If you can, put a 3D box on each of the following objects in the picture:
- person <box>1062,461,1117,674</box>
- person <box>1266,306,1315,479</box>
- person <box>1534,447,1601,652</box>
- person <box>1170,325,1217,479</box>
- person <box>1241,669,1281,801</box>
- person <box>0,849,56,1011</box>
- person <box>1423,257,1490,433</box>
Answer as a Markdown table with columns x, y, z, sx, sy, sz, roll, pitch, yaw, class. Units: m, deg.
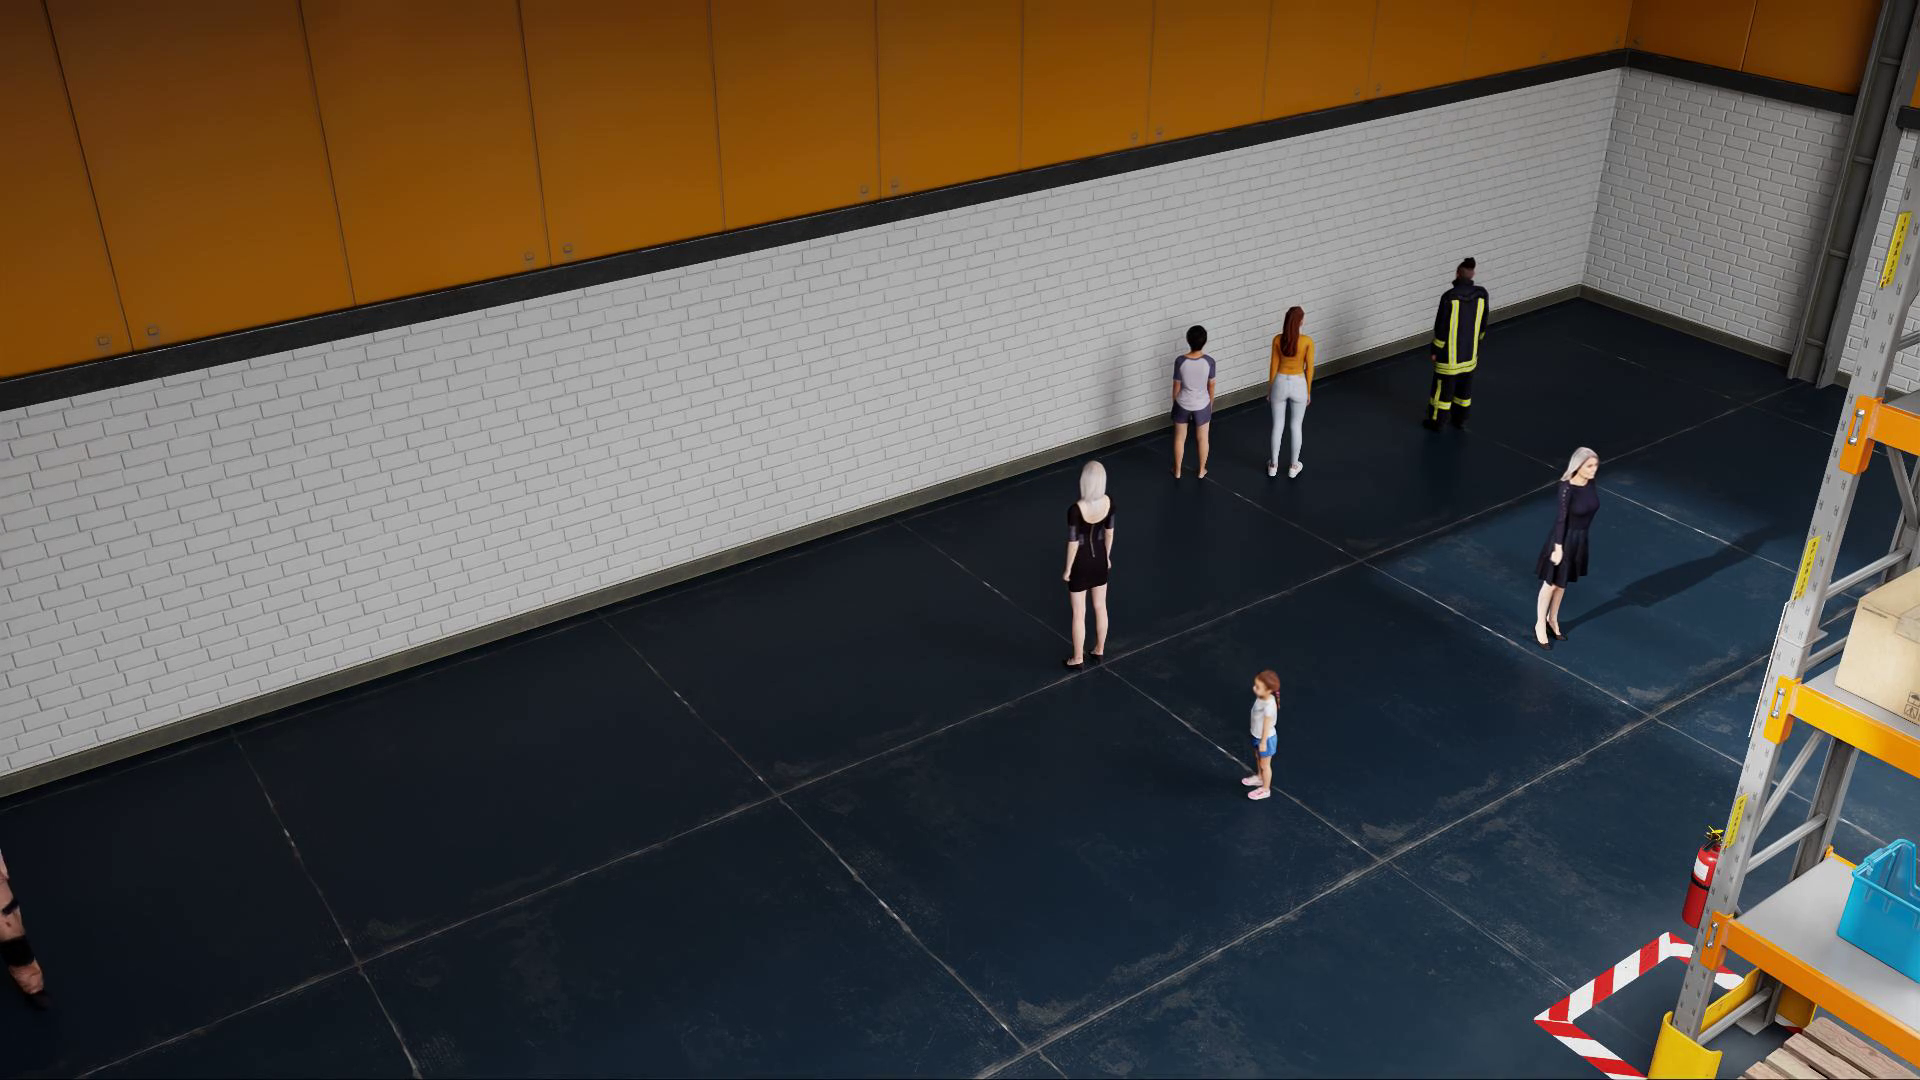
| x | y | z | sx | sy | sz | roll | pitch | yaw | class |
| --- | --- | --- | --- | --- | --- | --- | --- | --- | --- |
| 1.008 | 0.202 | 12.995 | 0.592 | 1.830 | 0.518 | -15 | 32 | -26 | person |
| 3.180 | -1.436 | 16.081 | 0.670 | 1.750 | 0.743 | 8 | 30 | 14 | person |
| 4.880 | 0.051 | 13.359 | 0.590 | 1.747 | 0.554 | -19 | 34 | -31 | person |
| 2.253 | -1.336 | 16.088 | 0.647 | 1.568 | 0.696 | 3 | 29 | 5 | person |
| 2.148 | 1.355 | 11.729 | 0.532 | 1.018 | 0.448 | -3 | 29 | -5 | person |
| -5.891 | 1.967 | 9.772 | 0.707 | 1.818 | 0.849 | -20 | 35 | -33 | person |
| 5.080 | -2.008 | 17.010 | 0.846 | 1.866 | 0.815 | -8 | 30 | -15 | person |
